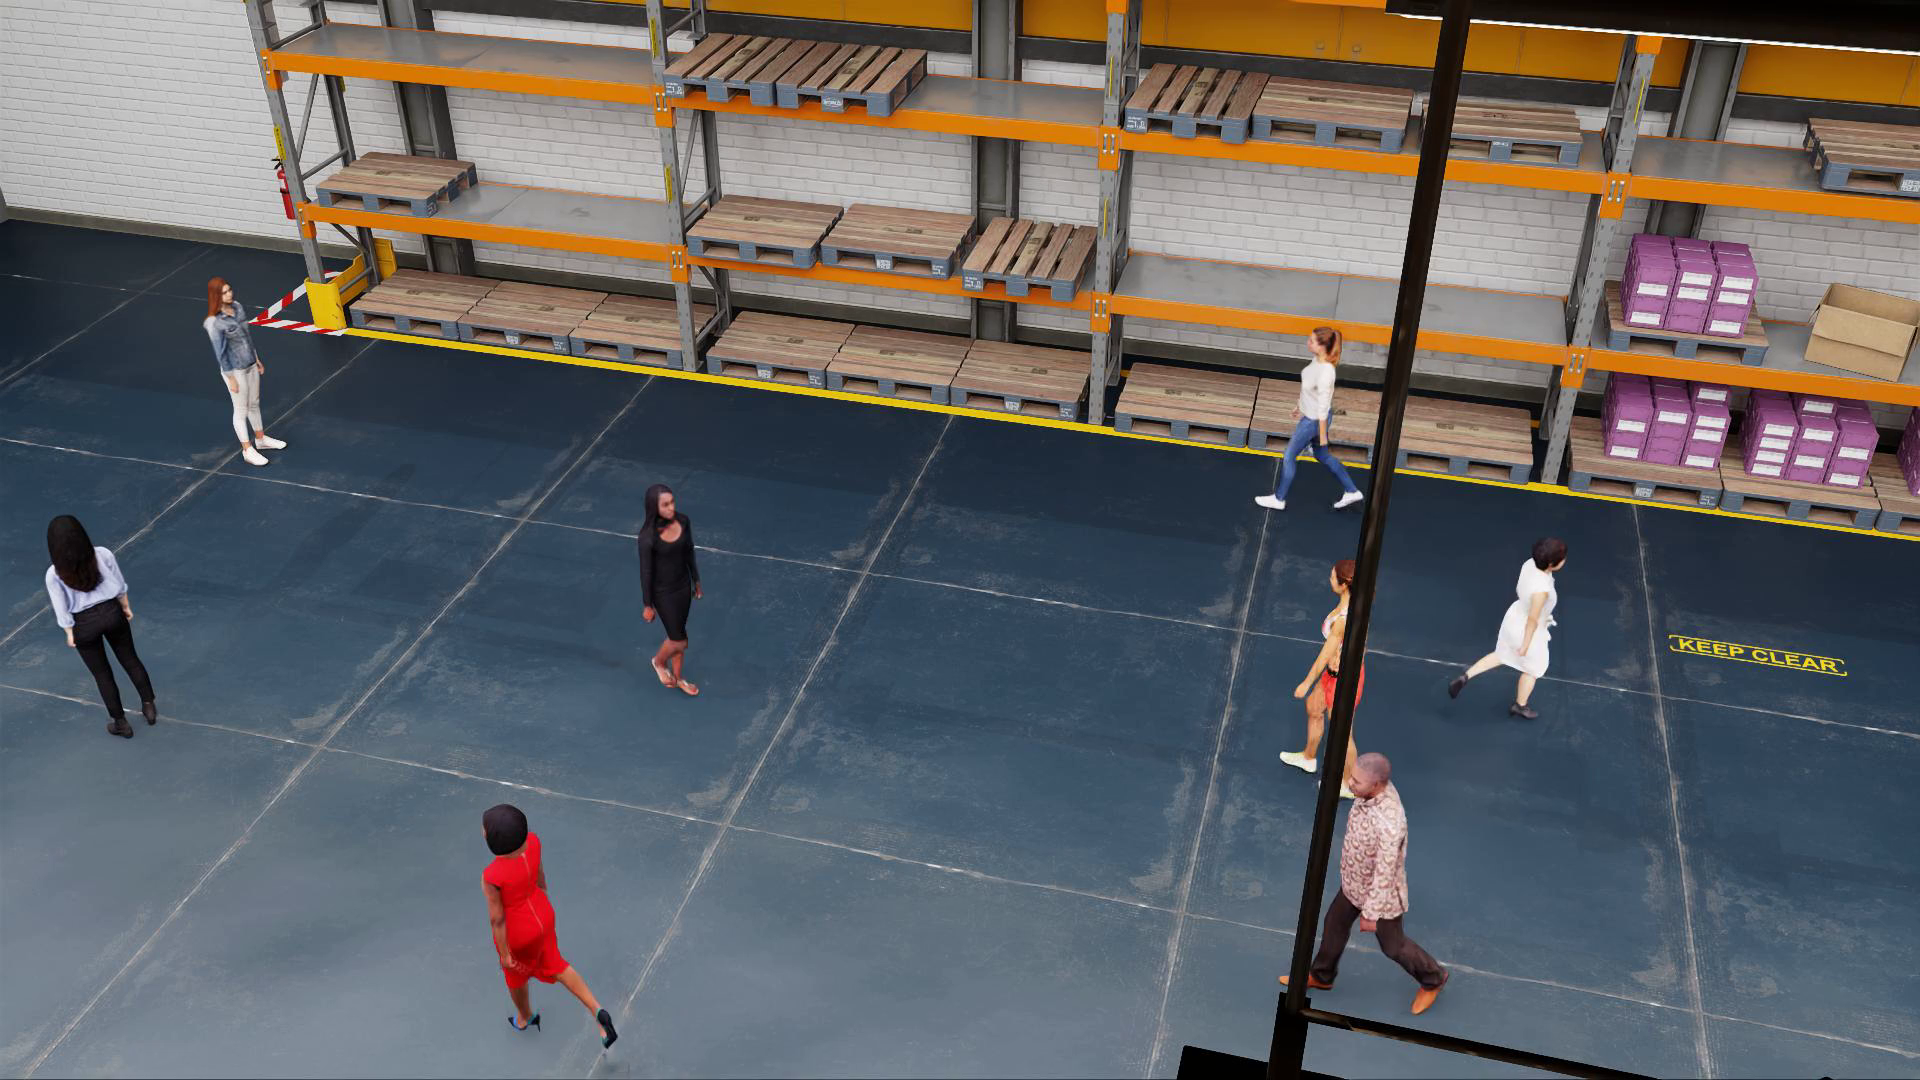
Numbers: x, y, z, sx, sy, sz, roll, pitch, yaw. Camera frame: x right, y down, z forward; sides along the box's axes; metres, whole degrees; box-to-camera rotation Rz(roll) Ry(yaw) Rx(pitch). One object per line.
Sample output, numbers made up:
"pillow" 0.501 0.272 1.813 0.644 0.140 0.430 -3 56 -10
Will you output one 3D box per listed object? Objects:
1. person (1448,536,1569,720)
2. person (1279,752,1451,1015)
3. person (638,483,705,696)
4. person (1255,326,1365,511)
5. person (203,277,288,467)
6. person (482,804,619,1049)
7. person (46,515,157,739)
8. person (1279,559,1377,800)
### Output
"person" 3.783 0.625 11.350 0.978 1.530 0.760 -2 34 -3
"person" 2.382 1.904 9.199 1.285 1.781 0.993 -4 34 -6
"person" -2.082 0.344 11.608 0.743 1.713 0.718 20 38 27
"person" 2.989 -0.951 13.579 1.084 1.688 0.598 8 34 12
"person" -6.234 -1.480 14.361 0.520 1.702 0.621 7 34 10
"person" -2.253 2.124 8.919 1.058 1.725 0.742 17 37 23
"person" -5.809 0.579 11.226 0.702 1.744 0.727 24 41 32
"person" 2.534 0.943 10.658 0.857 1.767 0.690 14 36 19
